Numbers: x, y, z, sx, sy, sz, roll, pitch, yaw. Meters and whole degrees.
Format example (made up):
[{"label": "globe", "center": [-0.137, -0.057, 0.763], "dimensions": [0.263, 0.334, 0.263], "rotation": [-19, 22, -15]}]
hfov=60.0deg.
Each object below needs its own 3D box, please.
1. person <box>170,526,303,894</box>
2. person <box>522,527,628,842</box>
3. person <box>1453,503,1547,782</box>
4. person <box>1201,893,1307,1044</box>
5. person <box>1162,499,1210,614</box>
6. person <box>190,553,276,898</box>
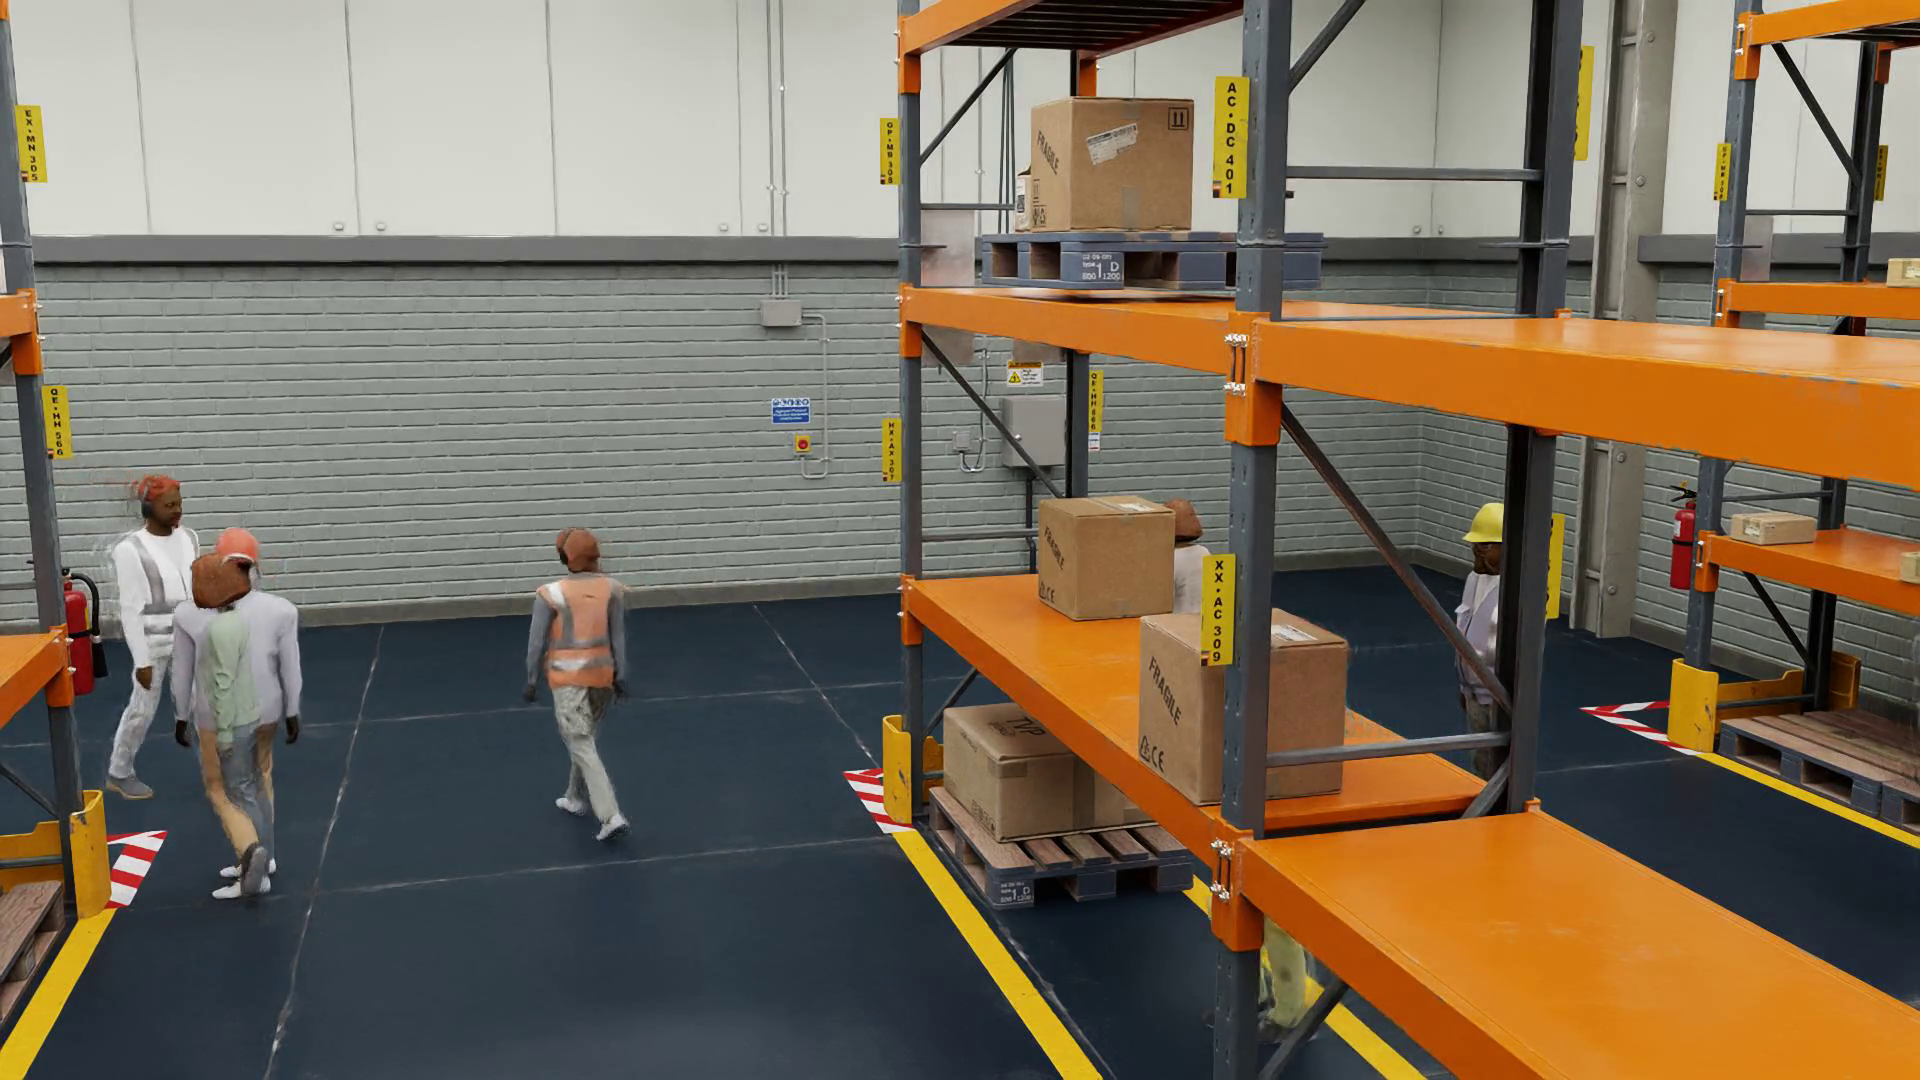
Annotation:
[{"label": "person", "center": [-3.402, 0.803, 7.886], "dimensions": [0.570, 1.728, 0.685], "rotation": [-7, 12, -36]}, {"label": "person", "center": [-1.945, 0.737, 8.621], "dimensions": [0.822, 1.608, 0.519], "rotation": [10, 14, 44]}, {"label": "person", "center": [2.600, 0.722, 8.095], "dimensions": [0.405, 1.824, 0.586], "rotation": [-3, 10, -14]}, {"label": "person", "center": [1.117, 1.101, 6.218], "dimensions": [0.518, 1.707, 0.608], "rotation": [-1, 10, -8]}, {"label": "person", "center": [1.235, 0.582, 9.412], "dimensions": [0.266, 1.631, 0.507], "rotation": [9, 13, 41]}, {"label": "person", "center": [-3.430, 0.861, 7.847], "dimensions": [0.277, 1.627, 0.502], "rotation": [-3, 10, -16]}]
